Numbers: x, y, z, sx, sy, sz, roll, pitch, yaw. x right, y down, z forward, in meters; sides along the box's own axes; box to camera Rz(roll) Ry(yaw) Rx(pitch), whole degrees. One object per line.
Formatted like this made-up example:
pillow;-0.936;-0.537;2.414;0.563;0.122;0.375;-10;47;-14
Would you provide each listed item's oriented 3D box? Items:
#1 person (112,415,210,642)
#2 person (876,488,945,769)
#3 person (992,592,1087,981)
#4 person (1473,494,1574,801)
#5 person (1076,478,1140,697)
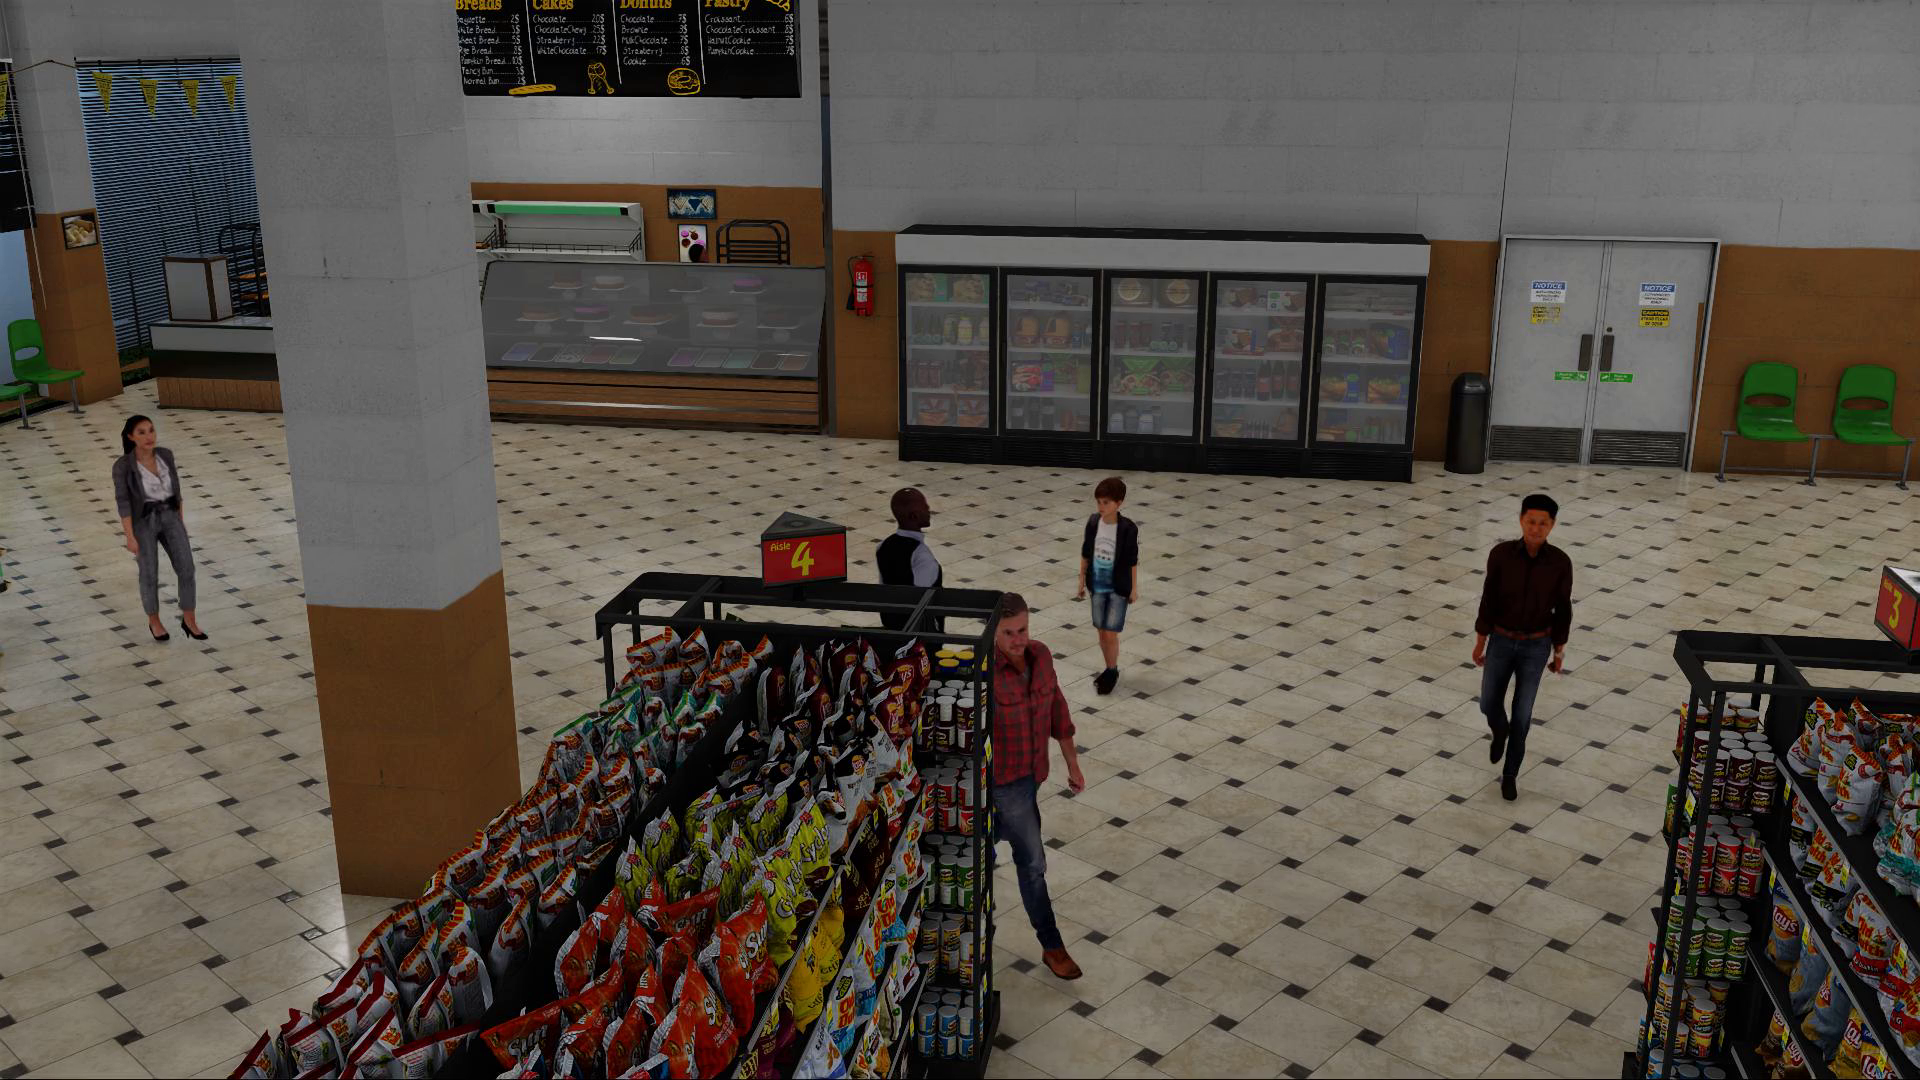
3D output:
person;-5.737;-0.077;11.762;0.879;1.657;0.843;12;21;35
person;-0.284;0.584;9.291;0.785;1.827;0.716;-11;20;-31
person;0.183;1.073;7.766;1.251;1.778;1.284;15;23;41
person;3.169;0.574;9.430;0.727;1.767;0.839;5;18;17
person;1.023;0.286;10.951;0.667;1.434;0.730;12;21;35
